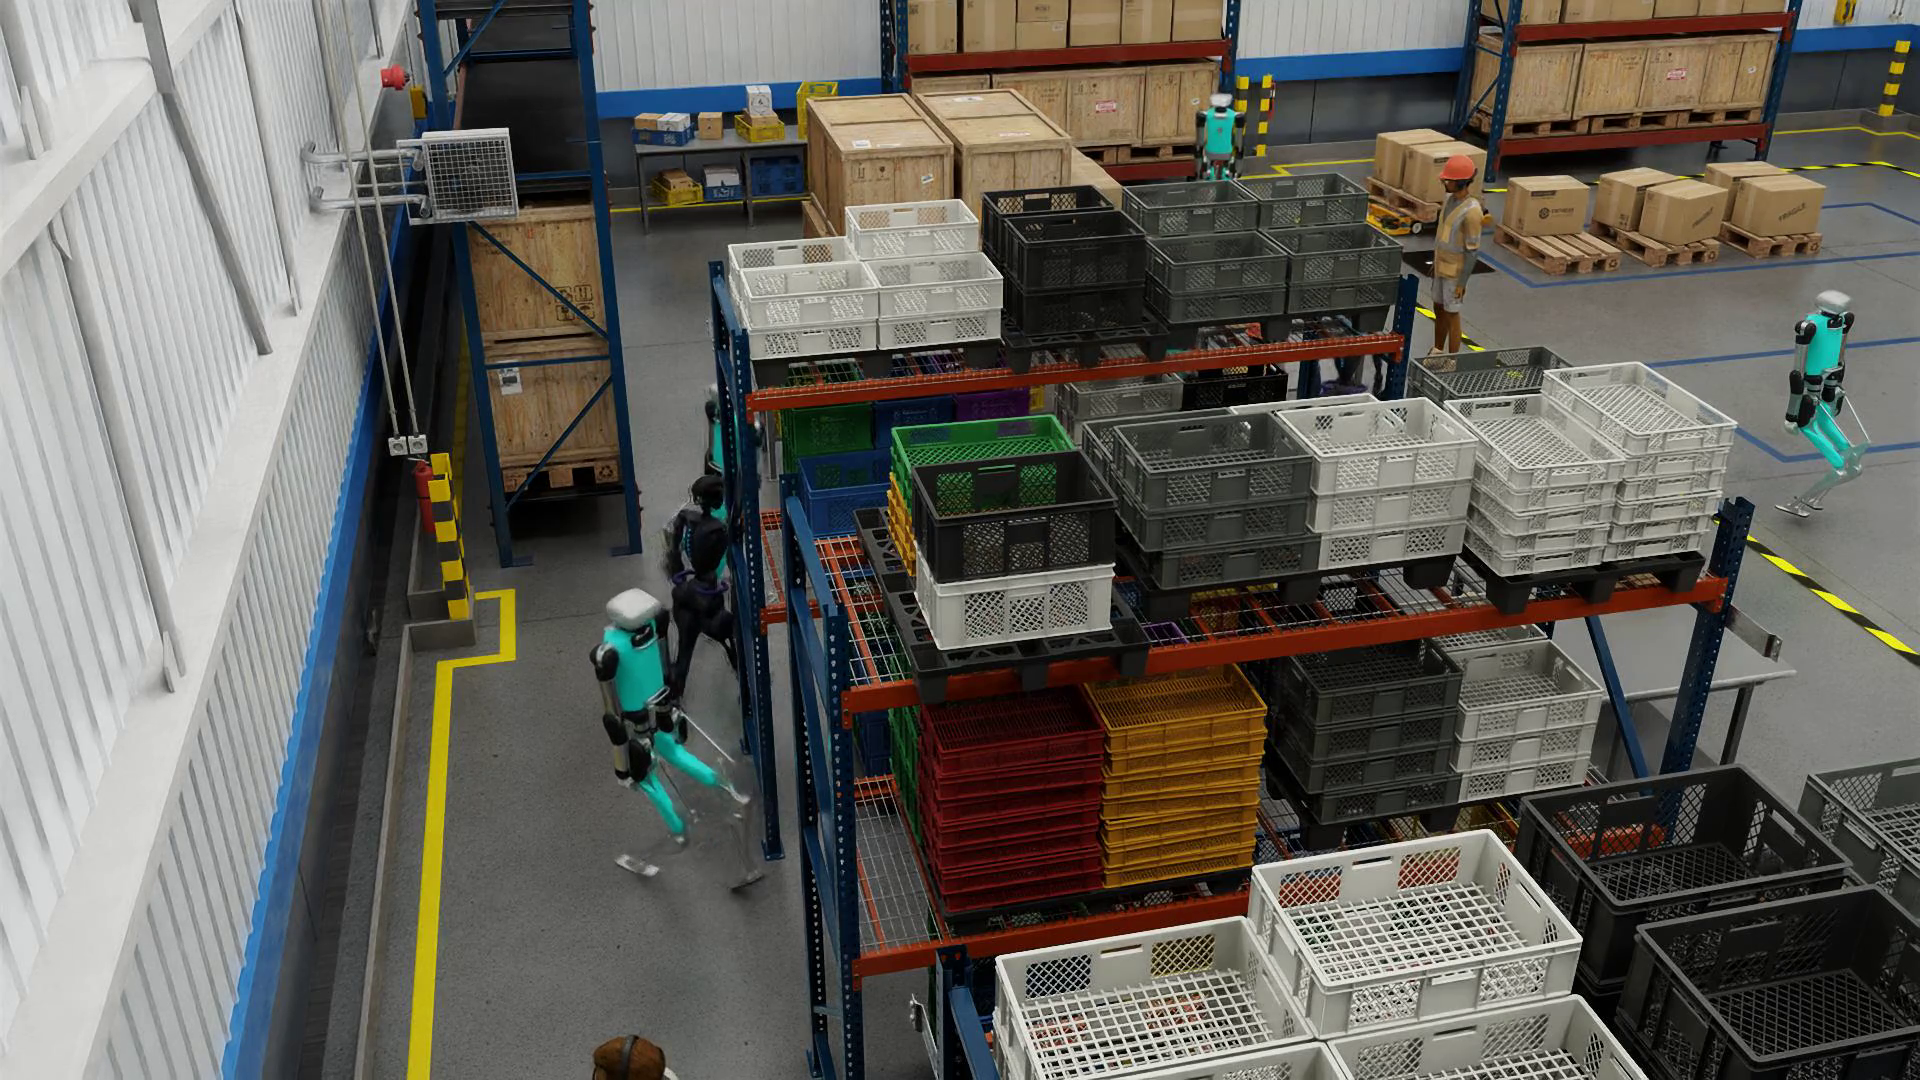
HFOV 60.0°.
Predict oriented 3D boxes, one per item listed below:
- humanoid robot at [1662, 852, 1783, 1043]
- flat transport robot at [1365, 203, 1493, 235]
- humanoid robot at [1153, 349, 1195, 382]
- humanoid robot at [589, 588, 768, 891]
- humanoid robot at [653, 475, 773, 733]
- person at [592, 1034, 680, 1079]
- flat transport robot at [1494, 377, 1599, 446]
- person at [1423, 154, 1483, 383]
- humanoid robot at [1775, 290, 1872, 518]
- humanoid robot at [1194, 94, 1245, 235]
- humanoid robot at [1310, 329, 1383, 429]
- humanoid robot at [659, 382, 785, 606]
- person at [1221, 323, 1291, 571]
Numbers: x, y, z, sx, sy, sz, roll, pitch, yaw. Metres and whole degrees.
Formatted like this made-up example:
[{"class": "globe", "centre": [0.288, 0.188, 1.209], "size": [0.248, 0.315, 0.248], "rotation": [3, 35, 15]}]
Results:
[{"class": "humanoid robot", "centre": [3.189, 1.934, 6.870], "size": [0.467, 1.639, 0.592], "rotation": [-15, 31, -26]}, {"class": "flat transport robot", "centre": [5.351, -3.769, 19.167], "size": [1.431, 0.197, 0.652], "rotation": [-11, 30, -19]}, {"class": "humanoid robot", "centre": [1.816, -1.085, 12.570], "size": [1.012, 1.761, 0.545], "rotation": [-17, 32, -29]}, {"class": "humanoid robot", "centre": [-1.363, 1.112, 8.422], "size": [1.040, 1.780, 0.532], "rotation": [13, 31, 24]}, {"class": "humanoid robot", "centre": [-1.531, 0.375, 9.903], "size": [0.615, 1.624, 0.843], "rotation": [19, 33, 32]}, {"class": "person", "centre": [-1.056, 2.420, 5.763], "size": [0.344, 1.846, 0.507], "rotation": [-1, 28, -3]}, {"class": "flat transport robot", "centre": [4.780, -1.036, 14.013], "size": [0.659, 0.231, 1.431], "rotation": [-6, 28, -12]}, {"class": "person", "centre": [4.304, -2.387, 14.678], "size": [0.384, 2.038, 0.613], "rotation": [-5, 28, -9]}, {"class": "humanoid robot", "centre": [6.371, -0.933, 12.103], "size": [0.533, 1.673, 0.735], "rotation": [-14, 31, -25]}, {"class": "humanoid robot", "centre": [2.826, -4.070, 18.236], "size": [0.553, 1.756, 0.906], "rotation": [4, 28, 8]}, {"class": "humanoid robot", "centre": [2.854, -0.995, 12.441], "size": [0.585, 1.625, 0.636], "rotation": [15, 31, 26]}, {"class": "humanoid robot", "centre": [-1.603, -0.157, 10.749], "size": [0.990, 1.733, 0.549], "rotation": [-23, 36, -37]}, {"class": "person", "centre": [2.040, -0.677, 11.543], "size": [0.365, 1.933, 0.550], "rotation": [-23, 36, -37]}]
